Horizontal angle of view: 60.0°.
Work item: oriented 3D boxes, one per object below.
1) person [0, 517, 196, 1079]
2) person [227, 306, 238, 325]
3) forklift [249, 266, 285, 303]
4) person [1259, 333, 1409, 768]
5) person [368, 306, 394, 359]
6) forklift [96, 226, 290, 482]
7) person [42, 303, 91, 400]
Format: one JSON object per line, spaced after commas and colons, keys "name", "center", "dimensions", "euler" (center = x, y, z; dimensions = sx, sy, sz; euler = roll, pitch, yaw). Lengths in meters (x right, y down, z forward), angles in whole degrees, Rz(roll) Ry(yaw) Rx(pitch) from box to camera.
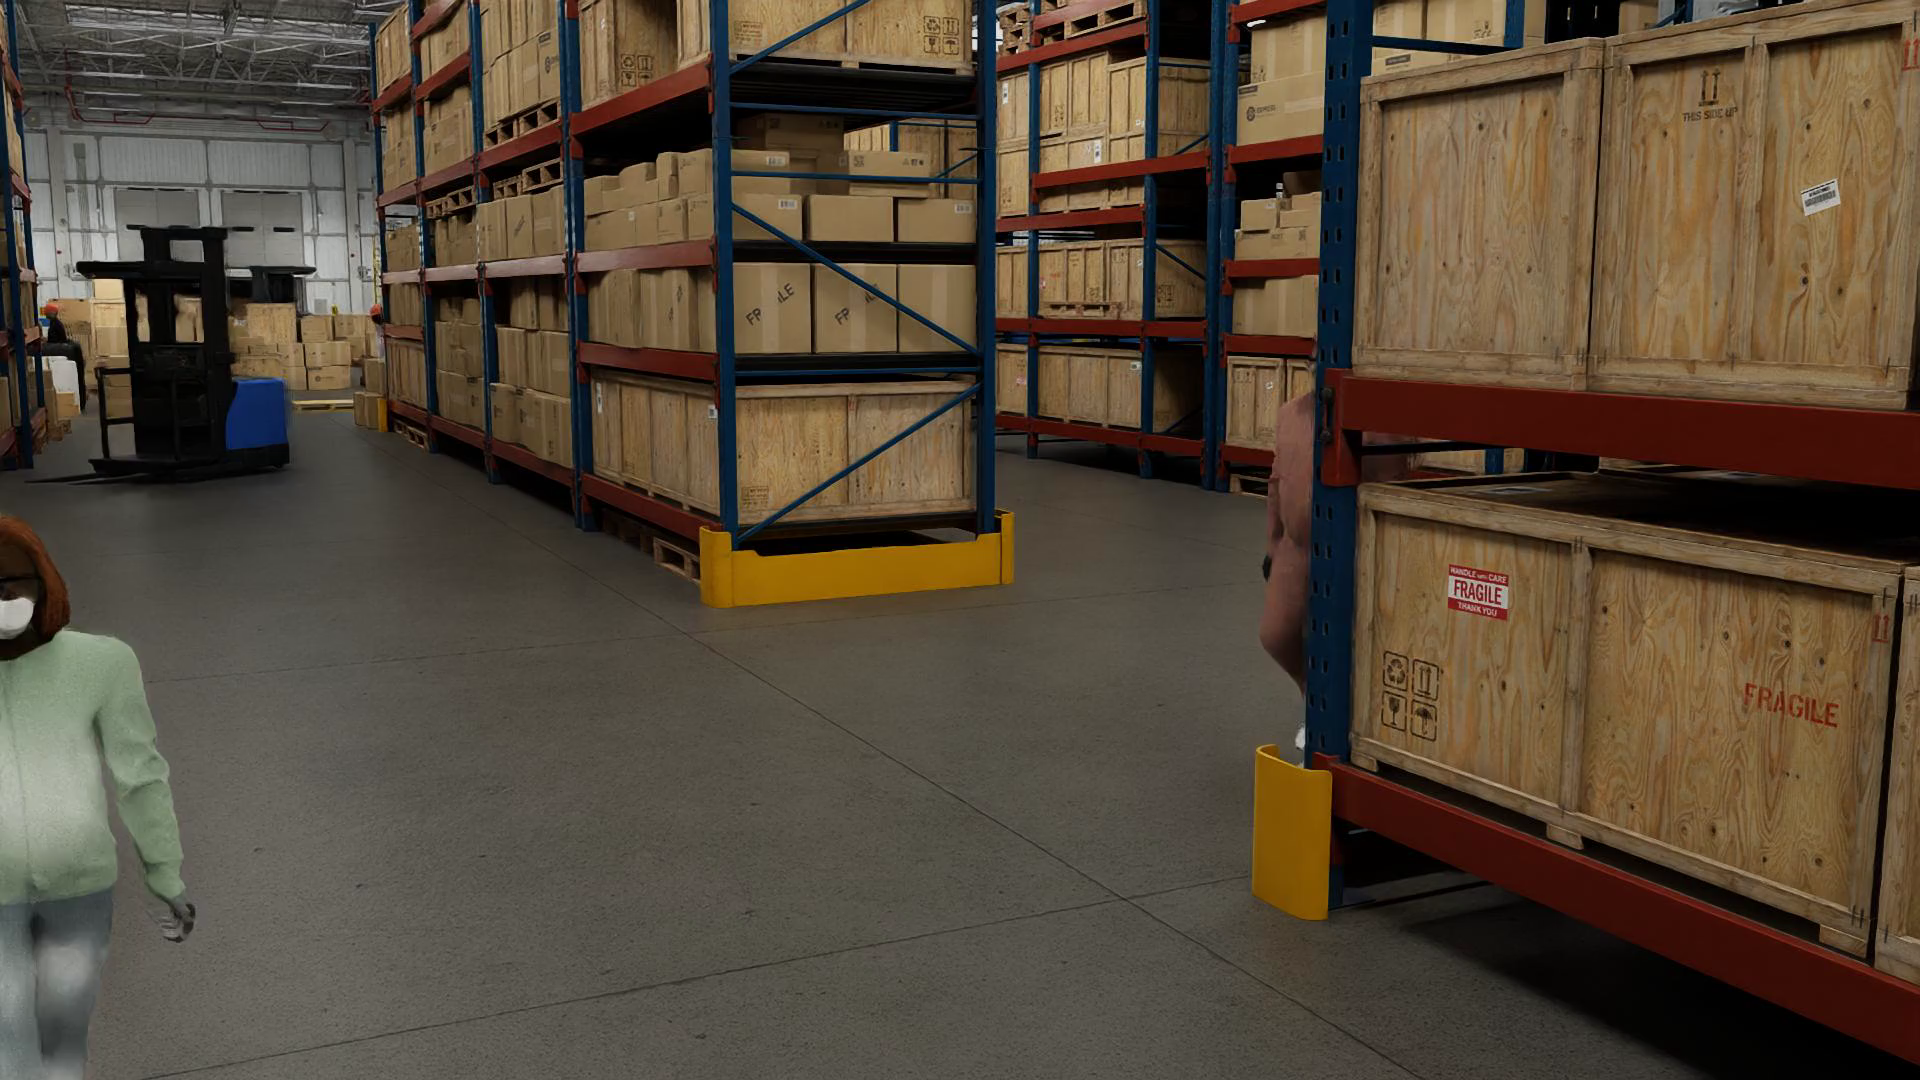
{"name": "person", "center": [-1.865, 0.745, 3.369], "dimensions": [0.515, 1.591, 0.859], "euler": [-7, 11, -41]}
{"name": "person", "center": [-14.824, -3.827, 33.883], "dimensions": [1.000, 1.895, 0.642], "euler": [-7, 11, -40]}
{"name": "forklift", "center": [-17.035, -5.357, 41.029], "dimensions": [1.873, 2.768, 1.129], "euler": [2, 8, 11]}
{"name": "person", "center": [1.557, 0.054, 7.075], "dimensions": [0.427, 1.895, 0.667], "euler": [-8, 11, -44]}
{"name": "person", "center": [-10.355, -3.227, 29.714], "dimensions": [0.575, 1.888, 0.806], "euler": [8, 11, 43]}
{"name": "forklift", "center": [-8.713, -2.143, 18.866], "dimensions": [1.129, 2.768, 1.873], "euler": [3, 9, 18]}
{"name": "person", "center": [-17.494, -3.625, 32.320], "dimensions": [1.032, 1.948, 0.640], "euler": [-7, 11, -38]}
